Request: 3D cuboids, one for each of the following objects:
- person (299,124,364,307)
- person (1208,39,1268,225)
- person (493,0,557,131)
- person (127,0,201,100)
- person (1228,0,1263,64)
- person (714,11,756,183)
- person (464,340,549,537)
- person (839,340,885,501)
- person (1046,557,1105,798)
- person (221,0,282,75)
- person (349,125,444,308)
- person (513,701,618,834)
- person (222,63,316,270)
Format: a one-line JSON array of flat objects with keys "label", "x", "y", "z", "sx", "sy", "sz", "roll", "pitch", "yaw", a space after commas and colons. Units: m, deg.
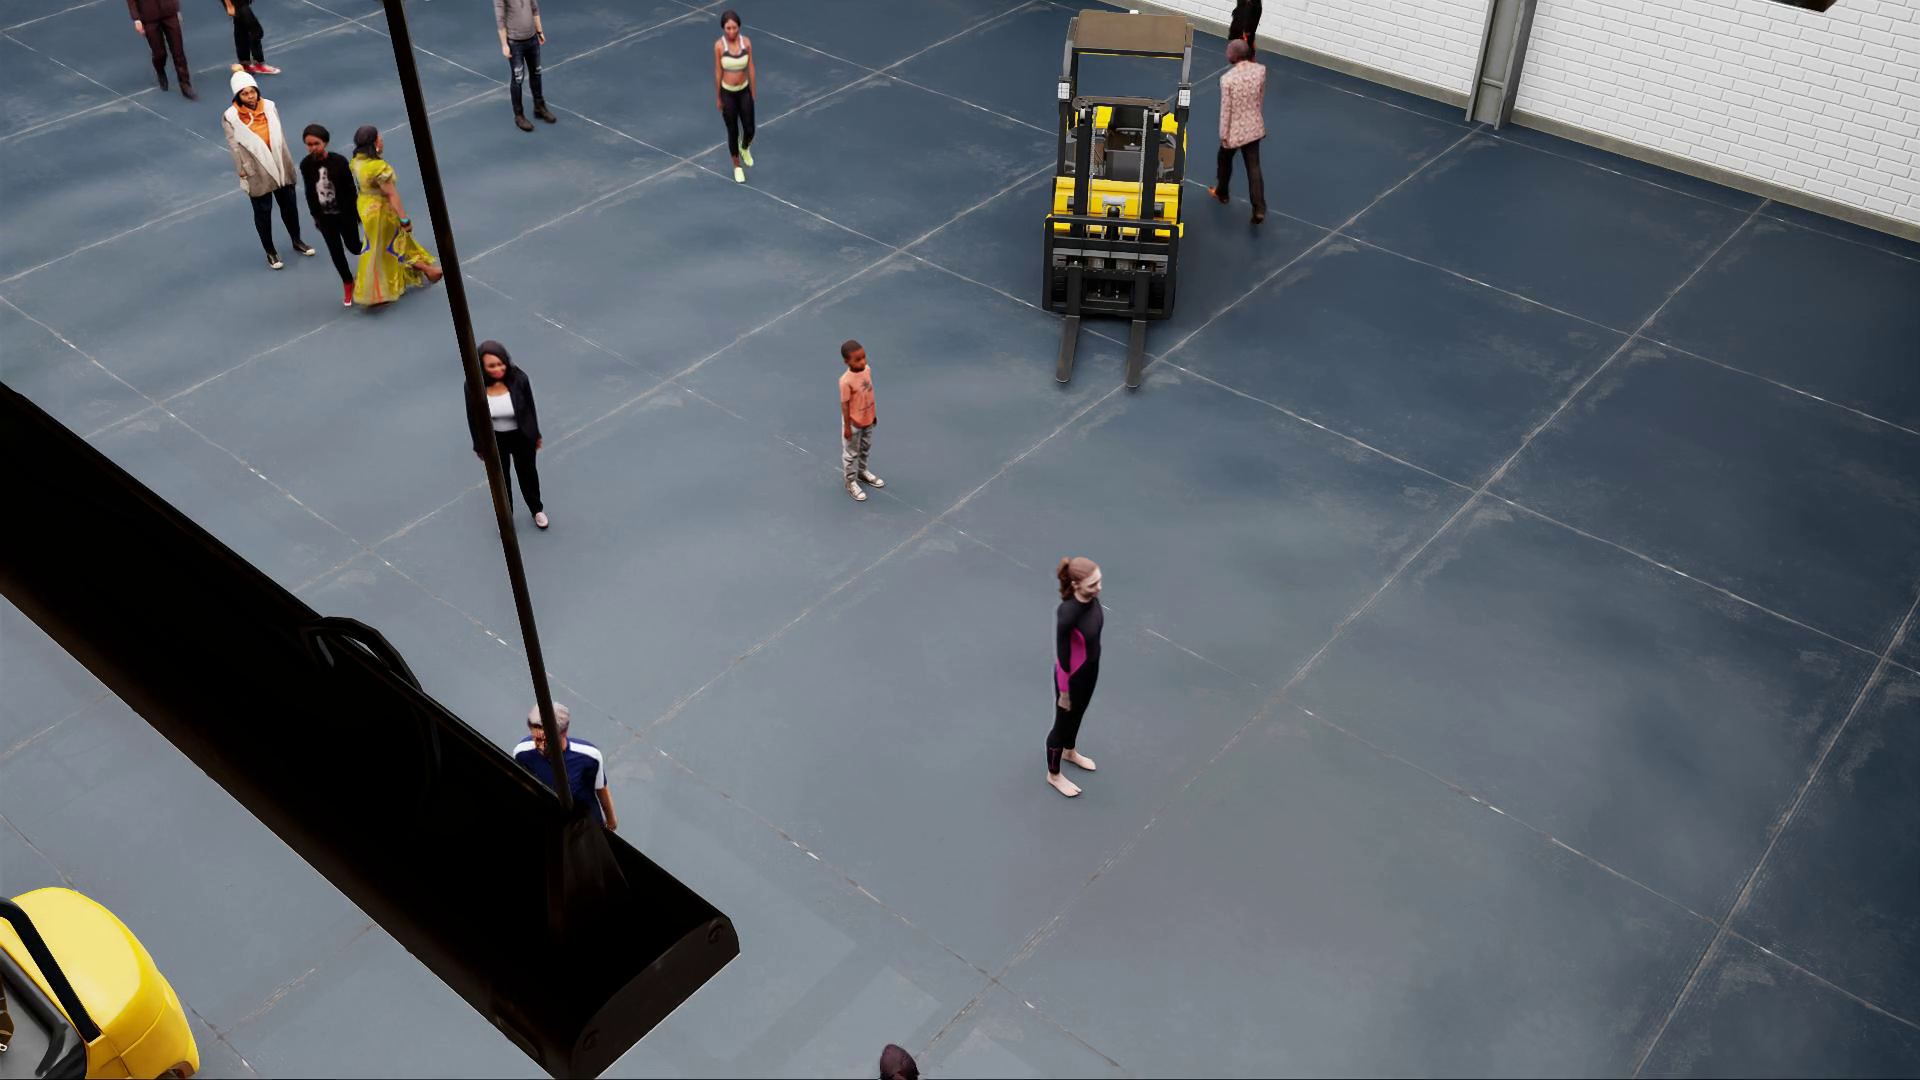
[{"label": "person", "x": -5.543, "y": -2.940, "z": 14.794, "sx": 0.902, "sy": 1.663, "sz": 0.970, "roll": -4, "pitch": 39, "yaw": -4}, {"label": "person", "x": 2.733, "y": -3.866, "z": 15.857, "sx": 1.120, "sy": 1.781, "sz": 1.299, "roll": -10, "pitch": 40, "yaw": -12}, {"label": "person", "x": -4.654, "y": -5.318, "z": 17.581, "sx": 0.544, "sy": 1.900, "sz": 0.670, "roll": 27, "pitch": 46, "yaw": 29}, {"label": "person", "x": -8.797, "y": -5.751, "z": 18.158, "sx": 0.731, "sy": 1.857, "sz": 0.894, "roll": -32, "pitch": 48, "yaw": -33}, {"label": "person", "x": 3.243, "y": -5.781, "z": 18.250, "sx": 0.825, "sy": 1.787, "sz": 0.785, "roll": 4, "pitch": 39, "yaw": 5}, {"label": "person", "x": -2.266, "y": -4.470, "z": 16.646, "sx": 0.737, "sy": 1.741, "sz": 0.808, "roll": -10, "pitch": 40, "yaw": -12}, {"label": "person", "x": -3.294, "y": -0.755, "z": 12.096, "sx": 0.763, "sy": 1.615, "sz": 0.783, "roll": -14, "pitch": 41, "yaw": -16}, {"label": "person", "x": -0.779, "y": -0.933, "z": 12.563, "sx": 0.469, "sy": 1.311, "sz": 0.493, "roll": 26, "pitch": 45, "yaw": 29}, {"label": "person", "x": 0.707, "y": 0.794, "z": 10.048, "sx": 0.578, "sy": 1.750, "sz": 0.600, "roll": 20, "pitch": 43, "yaw": 23}, {"label": "person", "x": -8.188, "y": -6.053, "z": 18.622, "sx": 0.876, "sy": 1.750, "sz": 0.814, "roll": -6, "pitch": 39, "yaw": -7}, {"label": "person", "x": -5.180, "y": -2.798, "z": 14.674, "sx": 0.956, "sy": 1.591, "sz": 1.185, "roll": -26, "pitch": 45, "yaw": -28}, {"label": "person", "x": -2.119, "y": 1.505, "z": 9.123, "sx": 1.233, "sy": 1.794, "sz": 1.122, "roll": 5, "pitch": 39, "yaw": 6}, {"label": "person", "x": -6.369, "y": -3.437, "z": 15.233, "sx": 0.645, "sy": 1.891, "sz": 0.689, "roll": 29, "pitch": 47, "yaw": 32}]
